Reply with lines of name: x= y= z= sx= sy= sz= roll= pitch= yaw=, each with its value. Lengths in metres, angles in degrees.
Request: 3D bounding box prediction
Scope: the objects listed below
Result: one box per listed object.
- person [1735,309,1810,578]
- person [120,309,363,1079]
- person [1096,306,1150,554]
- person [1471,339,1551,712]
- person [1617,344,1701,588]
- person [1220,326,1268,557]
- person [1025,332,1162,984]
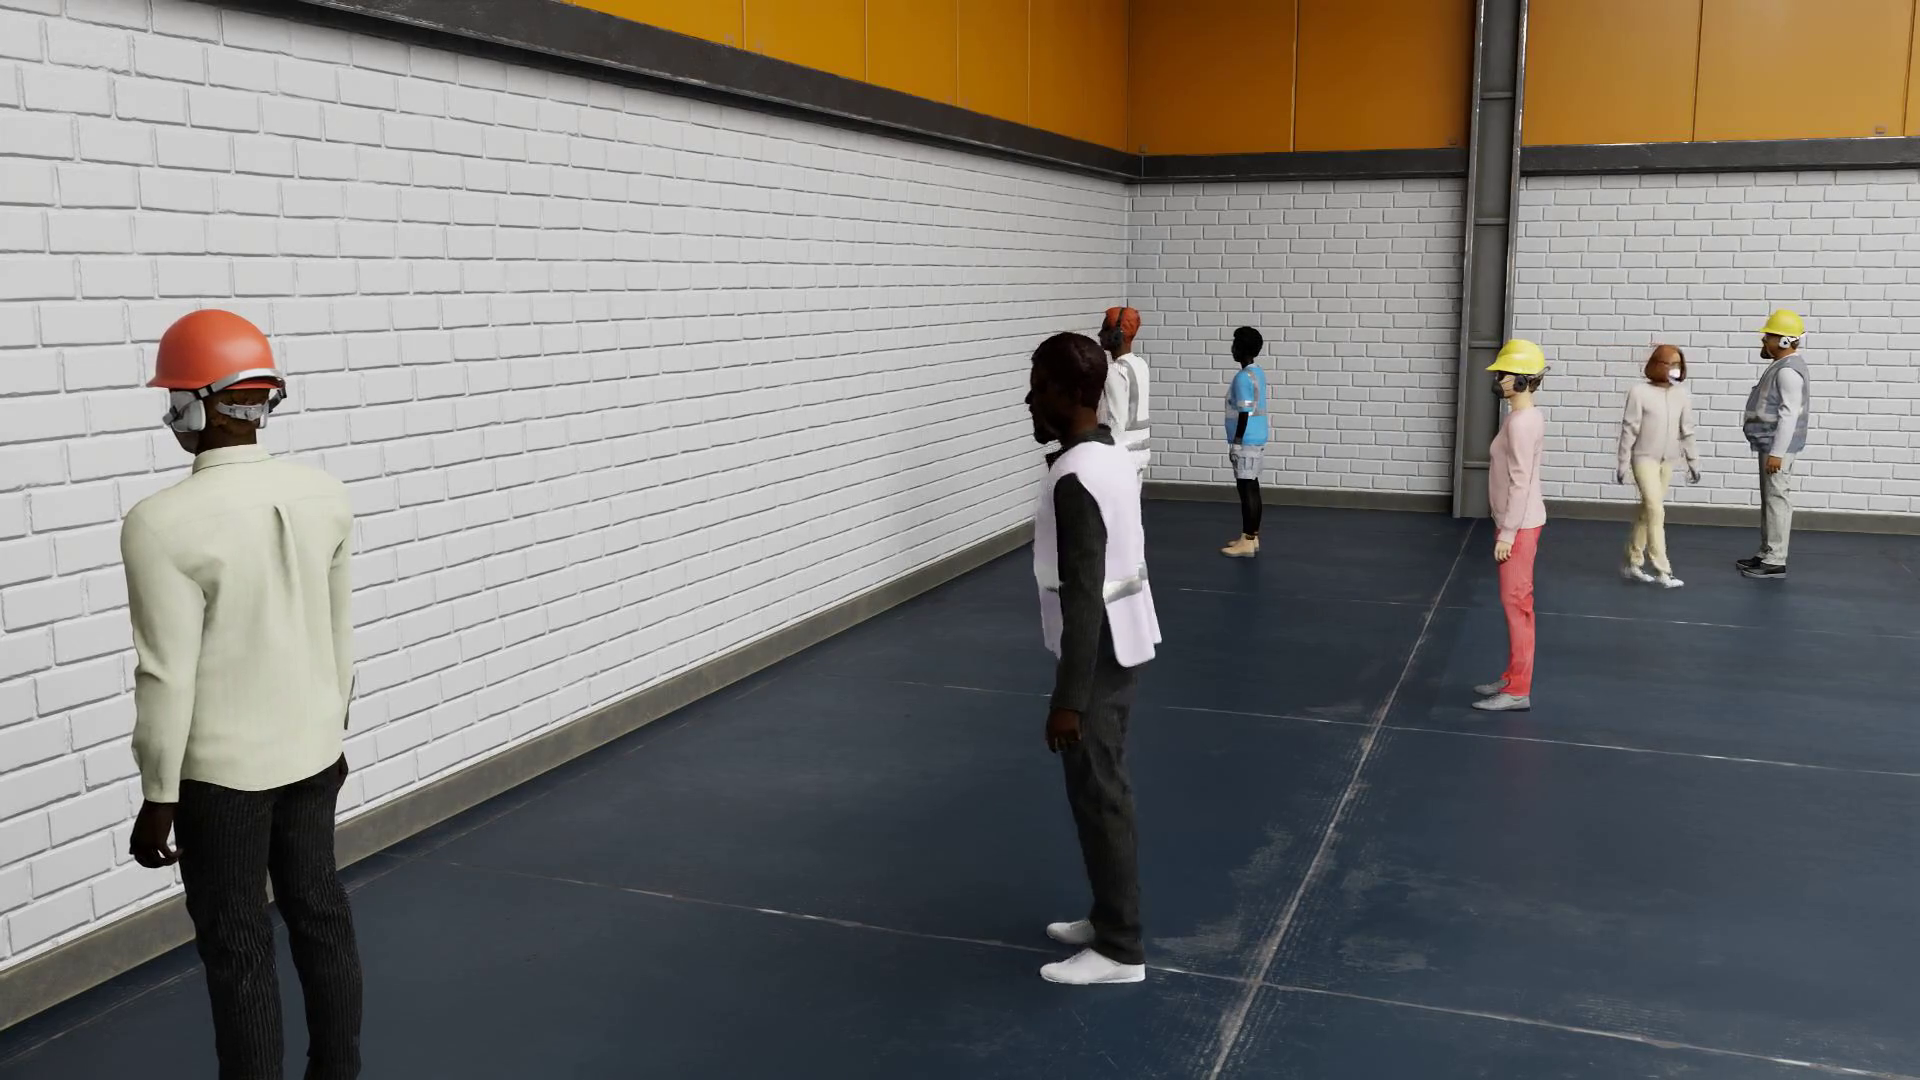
person: x=5.591 y=-0.658 z=11.429 sx=0.403 sy=1.837 sz=0.591 roll=3 pitch=10 yaw=20
person: x=-1.610 y=0.485 z=3.758 sx=0.382 sy=1.995 sz=0.612 roll=3 pitch=10 yaw=20
person: x=0.958 y=-0.455 z=10.004 sx=0.355 sy=1.884 sz=0.575 roll=3 pitch=10 yaw=20
person: x=2.631 y=-0.067 z=7.932 sx=0.308 sy=1.772 sz=0.526 roll=3 pitch=10 yaw=20
person: x=4.681 y=-0.479 z=10.995 sx=0.528 sy=1.601 sz=0.740 roll=-3 pitch=10 yaw=-21
person: x=2.108 y=-0.725 z=12.288 sx=0.318 sy=1.697 sz=0.536 roll=3 pitch=10 yaw=20
person: x=0.386 y=0.354 z=4.885 sx=0.406 sy=1.908 sz=0.619 roll=2 pitch=9 yaw=11
